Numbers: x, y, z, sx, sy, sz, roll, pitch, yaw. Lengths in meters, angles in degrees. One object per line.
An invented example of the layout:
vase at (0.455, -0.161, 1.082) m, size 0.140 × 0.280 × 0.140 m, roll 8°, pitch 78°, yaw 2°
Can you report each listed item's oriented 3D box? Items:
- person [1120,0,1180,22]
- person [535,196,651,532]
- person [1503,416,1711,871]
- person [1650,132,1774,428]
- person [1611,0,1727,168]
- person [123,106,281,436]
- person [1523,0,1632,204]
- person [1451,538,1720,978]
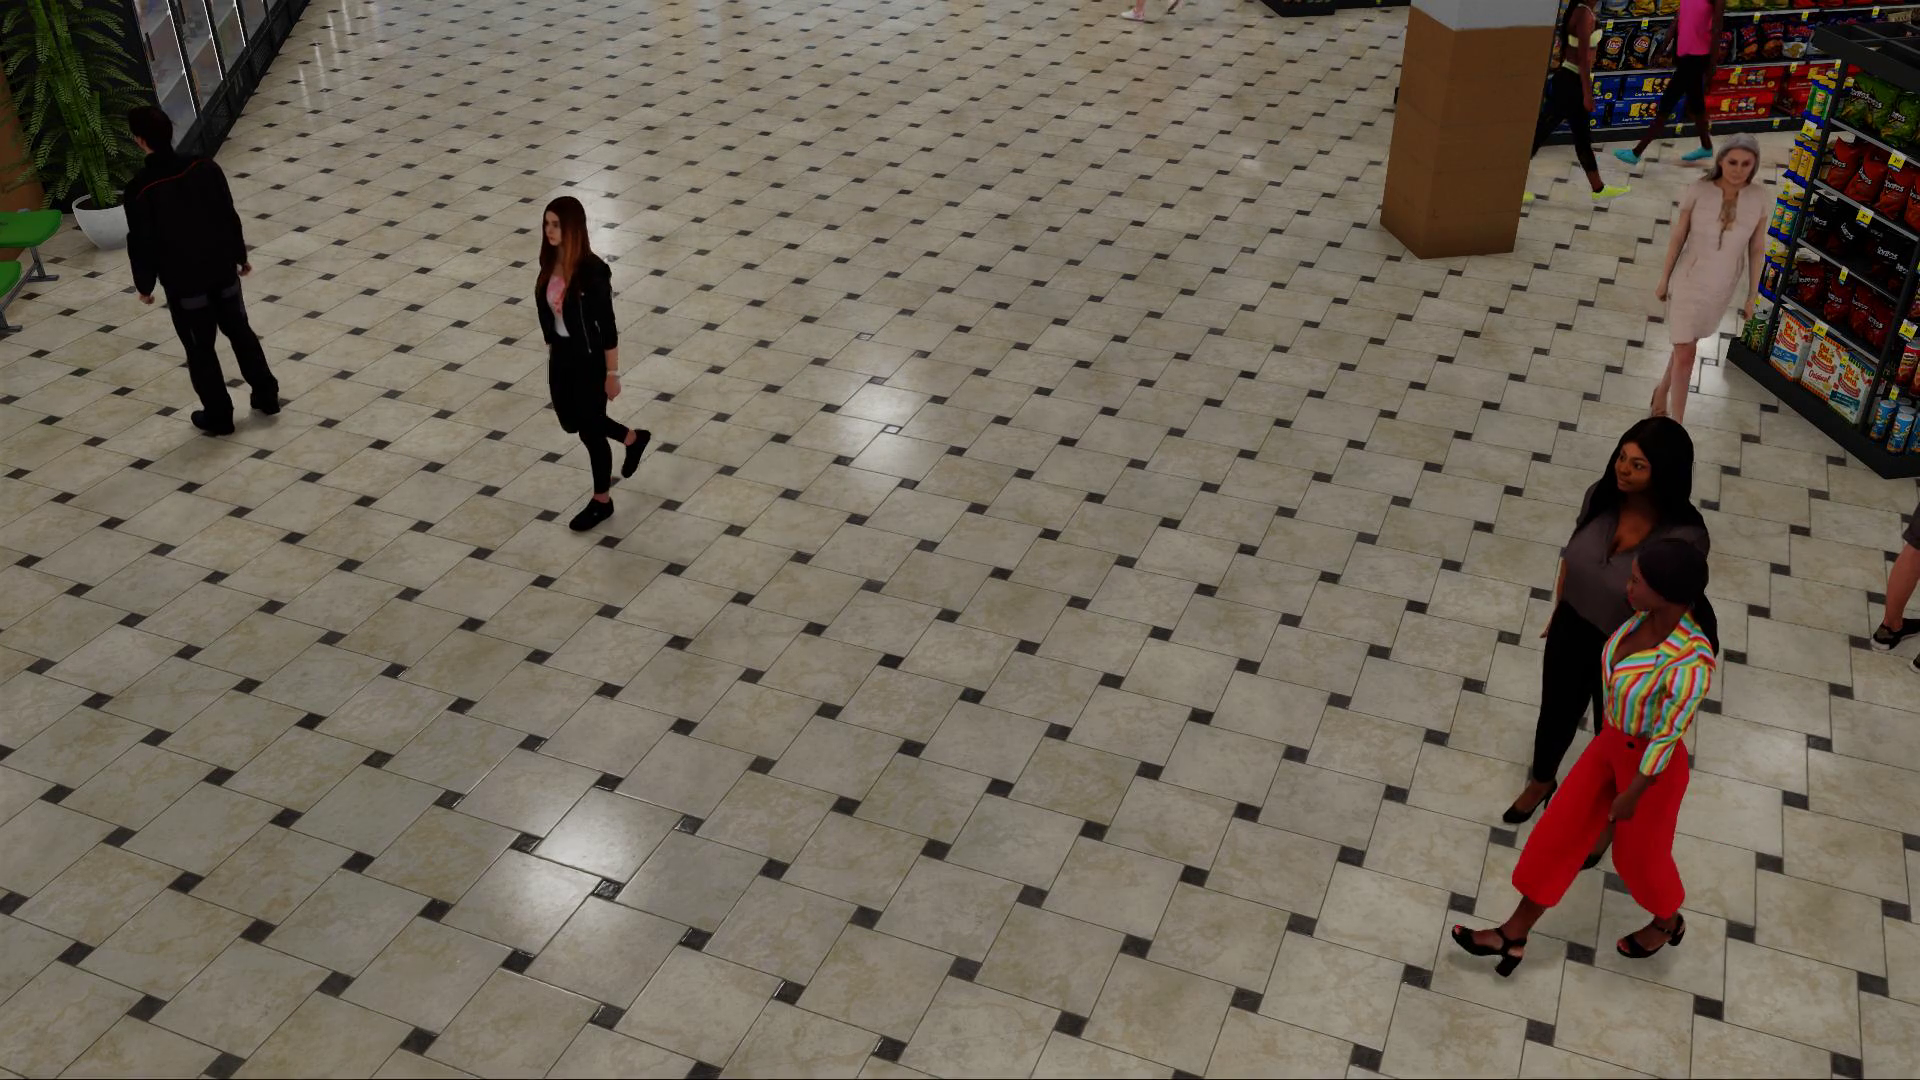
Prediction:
person at (1.932, -5.979, 16.308) m, size 0.952 × 1.736 × 0.861 m, roll 15°, pitch 35°, yaw 22°
person at (-1.788, -0.903, 8.183) m, size 0.907 × 1.700 × 0.984 m, roll 23°, pitch 38°, yaw 32°
person at (2.341, 0.380, 5.989) m, size 0.746 × 1.841 × 0.744 m, roll -21°, pitch 38°, yaw -30°
person at (3.957, -1.347, 8.902) m, size 1.124 × 1.695 × 0.933 m, roll 6°, pitch 32°, yaw 9°
person at (5.628, -3.630, 12.599) m, size 1.111 × 1.666 × 0.558 m, roll -4°, pitch 32°, yaw -7°
person at (-4.024, -1.399, 8.855) m, size 0.912 × 1.833 × 0.840 m, roll 22°, pitch 38°, yaw 31°
person at (4.235, -3.198, 11.868) m, size 1.197 × 1.704 × 0.989 m, roll 12°, pitch 34°, yaw 19°
person at (2.277, 0.776, 5.445) m, size 1.057 × 1.742 × 0.649 m, roll -6°, pitch 32°, yaw -10°
